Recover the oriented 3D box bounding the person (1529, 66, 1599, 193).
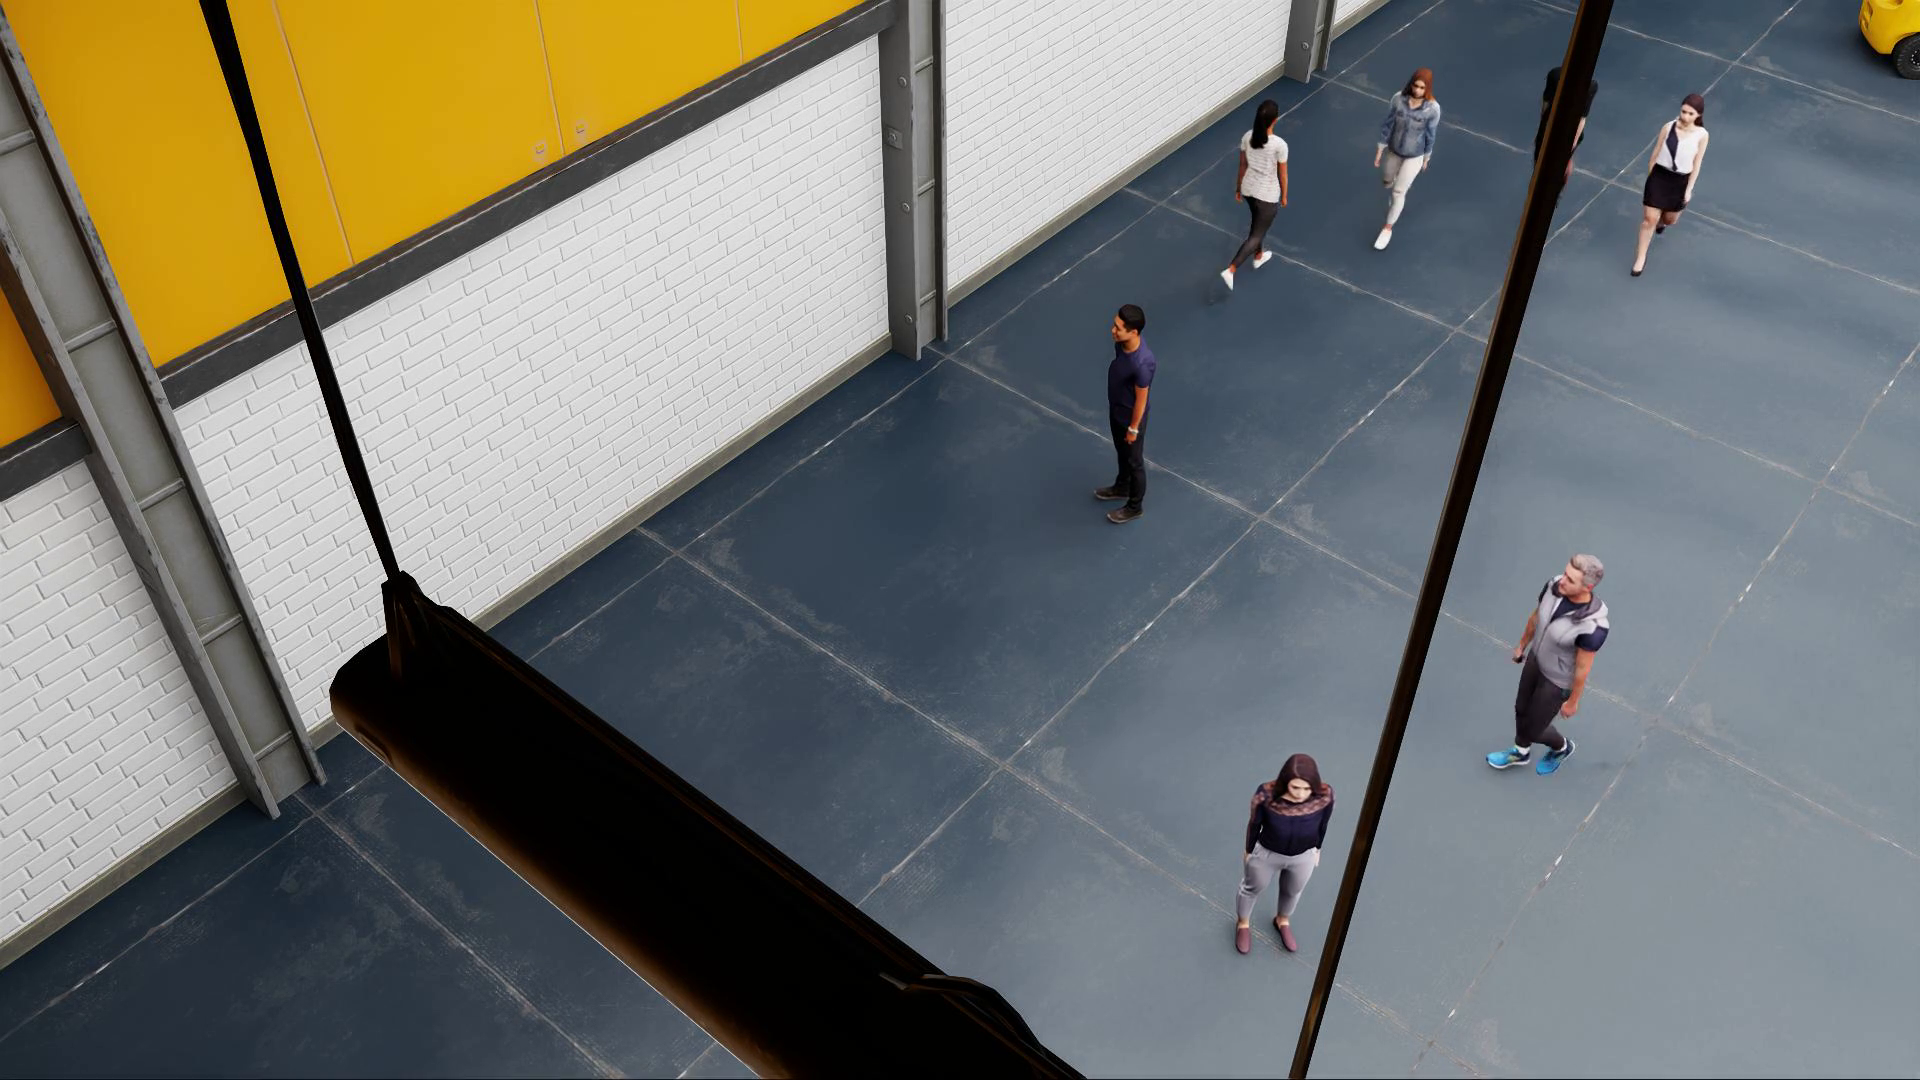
[{"bbox_3d":[5.166,-3.491,14.430,0.736,1.669,1.054,20,47,20],"label":"person"}]

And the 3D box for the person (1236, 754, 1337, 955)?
[{"bbox_3d":[1.752,1.704,9.022,0.662,1.607,0.711,-1,44,-1],"label":"person"}]

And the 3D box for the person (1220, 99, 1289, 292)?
[{"bbox_3d":[2.436,-2.824,13.769,0.610,1.614,1.049,34,53,31],"label":"person"}]

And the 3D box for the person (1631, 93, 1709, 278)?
[{"bbox_3d":[5.970,-3.006,13.946,0.667,1.633,0.931,21,48,21],"label":"person"}]

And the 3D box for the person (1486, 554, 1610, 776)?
[{"bbox_3d":[3.592,0.766,9.857,0.909,1.813,0.865,-10,45,-10],"label":"person"}]

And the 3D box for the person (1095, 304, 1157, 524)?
[{"bbox_3d":[1.193,-0.897,11.620,0.710,1.789,0.703,-13,45,-13],"label":"person"}]

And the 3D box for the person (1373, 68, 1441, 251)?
[{"bbox_3d":[3.852,-3.339,14.270,0.661,1.669,1.002,29,51,27],"label":"person"}]
